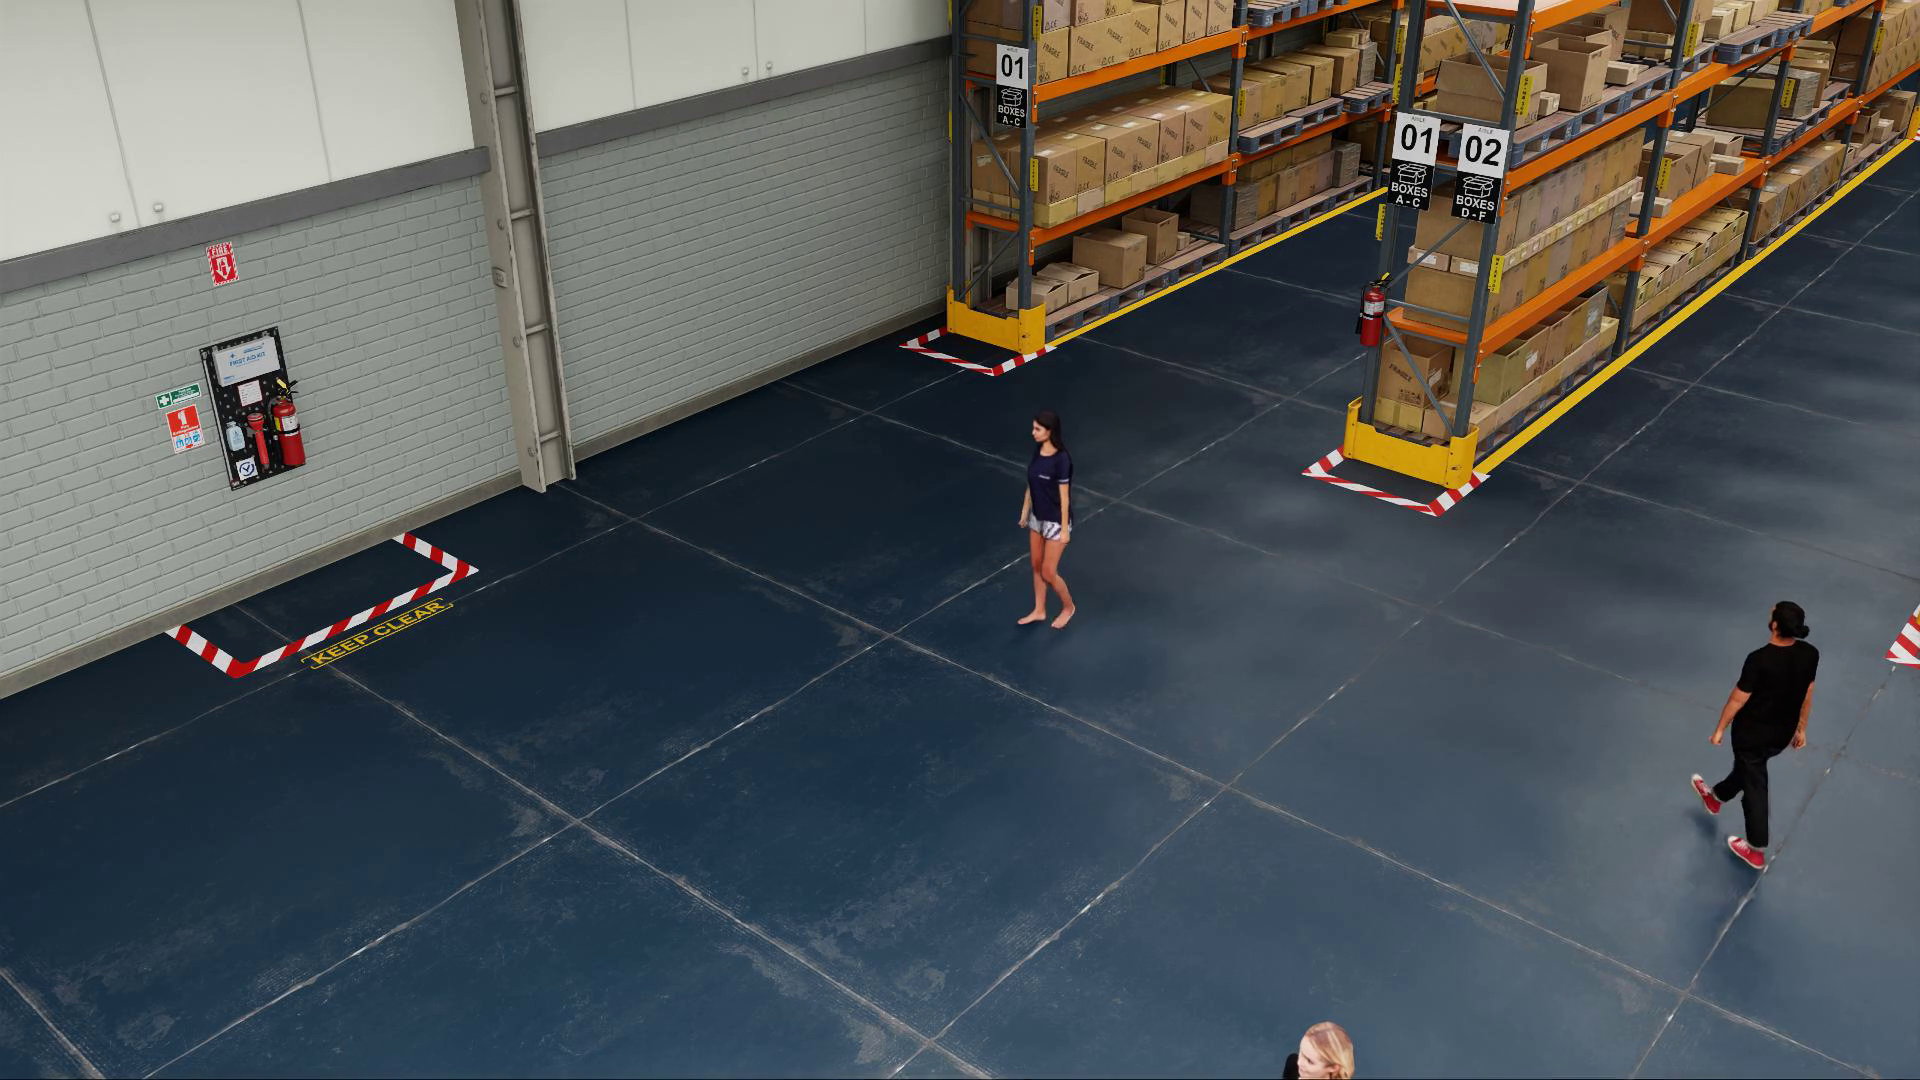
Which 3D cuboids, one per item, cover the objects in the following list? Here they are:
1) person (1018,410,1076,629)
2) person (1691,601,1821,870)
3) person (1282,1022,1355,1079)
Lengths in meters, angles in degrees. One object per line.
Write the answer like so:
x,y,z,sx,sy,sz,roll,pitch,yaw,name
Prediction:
0.721,-0.156,12.492,0.733,1.760,0.724,-16,32,-27,person
4.875,1.200,9.979,1.084,1.730,1.043,-9,29,-16,person
1.477,2.727,7.036,0.619,1.800,0.664,-15,32,-26,person
